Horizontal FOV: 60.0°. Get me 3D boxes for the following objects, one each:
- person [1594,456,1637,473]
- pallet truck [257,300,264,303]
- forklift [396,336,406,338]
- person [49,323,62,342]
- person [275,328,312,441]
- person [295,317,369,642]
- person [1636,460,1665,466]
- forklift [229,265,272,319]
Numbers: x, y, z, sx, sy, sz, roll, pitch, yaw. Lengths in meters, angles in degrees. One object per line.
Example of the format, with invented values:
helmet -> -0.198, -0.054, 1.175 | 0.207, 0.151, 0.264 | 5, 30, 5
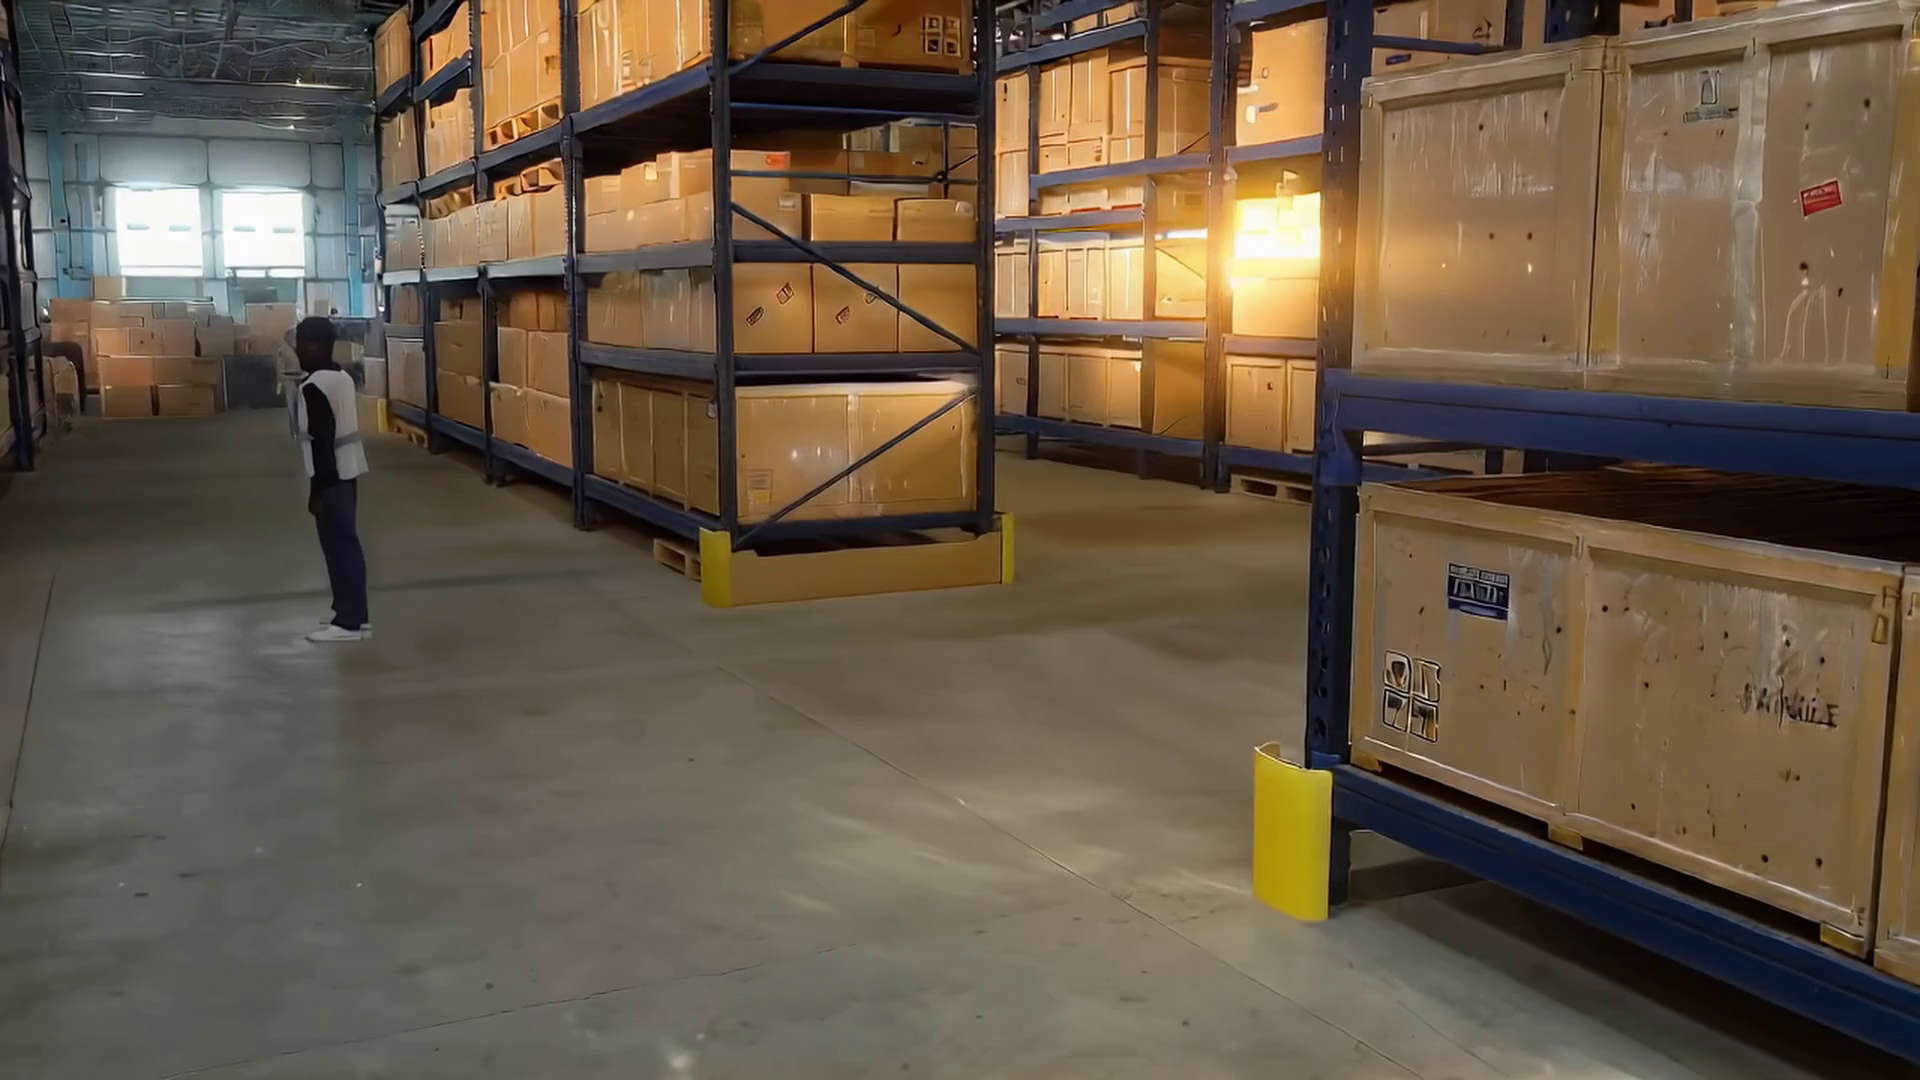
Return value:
person -> 2.862, 0.016, 7.619 | 0.444, 1.819, 0.641 | 4, 9, 23
pallet truck -> -23.913, -7.404, 58.171 | 1.885, 1.965, 0.823 | -1, 8, -9
forklift -> -10.728, -4.194, 33.008 | 1.129, 2.768, 1.873 | -4, 9, -26
person -> -28.473, -6.399, 52.588 | 0.523, 1.611, 0.781 | -3, 9, -23
person -> -9.392, -2.187, 23.516 | 0.543, 1.611, 0.672 | -3, 9, -19
person -> -3.704, -0.355, 9.838 | 0.372, 1.916, 0.597 | -1, 8, -6
person -> 5.228, -0.588, 12.416 | 0.279, 1.634, 0.499 | -3, 9, -23
forklift -> -17.145, -5.261, 40.370 | 1.129, 2.768, 1.873 | -4, 9, -26
